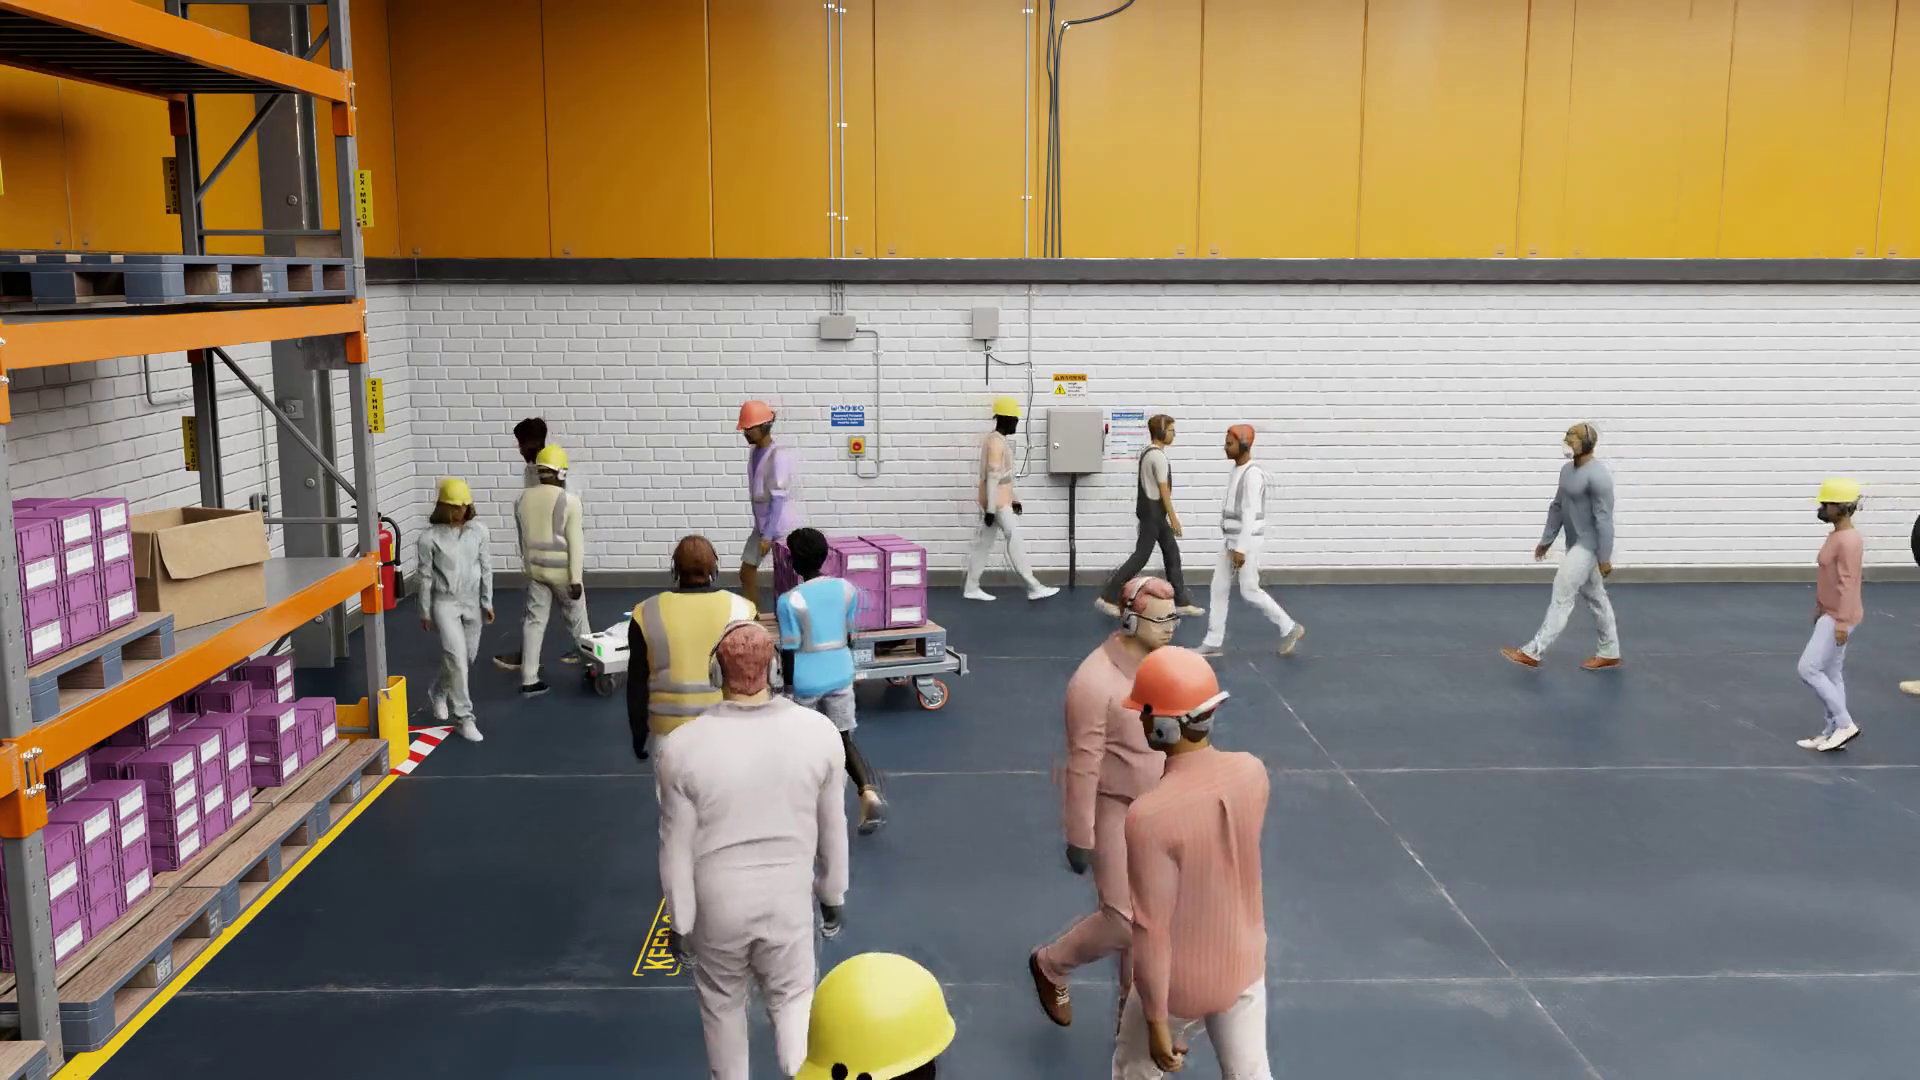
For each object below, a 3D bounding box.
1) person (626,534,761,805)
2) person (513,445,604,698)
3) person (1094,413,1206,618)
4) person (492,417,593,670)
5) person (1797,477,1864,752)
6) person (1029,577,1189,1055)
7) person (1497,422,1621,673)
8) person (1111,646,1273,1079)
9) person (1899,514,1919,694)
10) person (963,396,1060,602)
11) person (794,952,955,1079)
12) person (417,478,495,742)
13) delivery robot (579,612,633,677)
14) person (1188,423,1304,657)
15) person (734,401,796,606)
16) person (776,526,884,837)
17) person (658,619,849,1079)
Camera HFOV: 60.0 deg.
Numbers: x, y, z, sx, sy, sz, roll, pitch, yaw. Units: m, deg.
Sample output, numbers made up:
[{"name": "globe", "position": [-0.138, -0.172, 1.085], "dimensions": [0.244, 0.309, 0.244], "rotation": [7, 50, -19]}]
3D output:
[{"name": "person", "position": [-1.235, 0.876, 7.790], "dimensions": [0.634, 1.810, 0.914], "rotation": [-2, 9, -11]}, {"name": "person", "position": [-2.898, 0.206, 11.953], "dimensions": [0.604, 1.783, 0.854], "rotation": [4, 10, 22]}, {"name": "person", "position": [1.640, -0.201, 14.433], "dimensions": [0.969, 1.807, 0.505], "rotation": [0, 9, 2]}, {"name": "person", "position": [-3.161, 0.031, 12.596], "dimensions": [0.963, 1.913, 0.659], "rotation": [-7, 11, -35]}, {"name": "person", "position": [5.424, 0.477, 10.383], "dimensions": [0.373, 1.750, 0.542], "rotation": [3, 10, 20]}, {"name": "person", "position": [0.618, 1.055, 6.449], "dimensions": [0.552, 1.887, 0.646], "rotation": [8, 12, 40]}, {"name": "person", "position": [4.548, 0.070, 12.444], "dimensions": [1.026, 1.890, 0.640], "rotation": [0, 9, 2]}, {"name": "person", "position": [0.739, 1.274, 4.924], "dimensions": [0.618, 1.948, 1.031], "rotation": [-7, 11, -35]}, {"name": "person", "position": [7.086, 0.122, 11.676], "dimensions": [0.731, 2.000, 0.707], "rotation": [4, 10, 25]}, {"name": "person", "position": [0.459, -0.358, 15.075], "dimensions": [0.945, 1.881, 0.611], "rotation": [0, 9, 1]}, {"name": "person", "position": [-0.119, 1.635, 2.902], "dimensions": [0.606, 1.869, 0.989], "rotation": [7, 11, 36]}, {"name": "person", "position": [-3.344, 0.416, 10.880], "dimensions": [0.767, 1.709, 0.484], "rotation": [9, 13, 43]}, {"name": "delivery robot", "position": [-2.373, 0.762, 12.008], "dimensions": [0.707, 0.478, 0.477], "rotation": [-7, 12, -37]}, {"name": "person", "position": [2.238, 0.019, 12.909], "dimensions": [0.853, 1.851, 0.579], "rotation": [-2, 9, -12]}, {"name": "person", "position": [-1.567, -0.089, 13.091], "dimensions": [0.870, 1.997, 0.645], "rotation": [-6, 11, -33]}, {"name": "person", "position": [-0.721, 0.759, 8.890], "dimensions": [0.524, 1.669, 0.747], "rotation": [-7, 12, -37]}, {"name": "person", "position": [-0.674, 1.202, 5.554], "dimensions": [0.646, 1.880, 0.775], "rotation": [-3, 10, -20]}]
